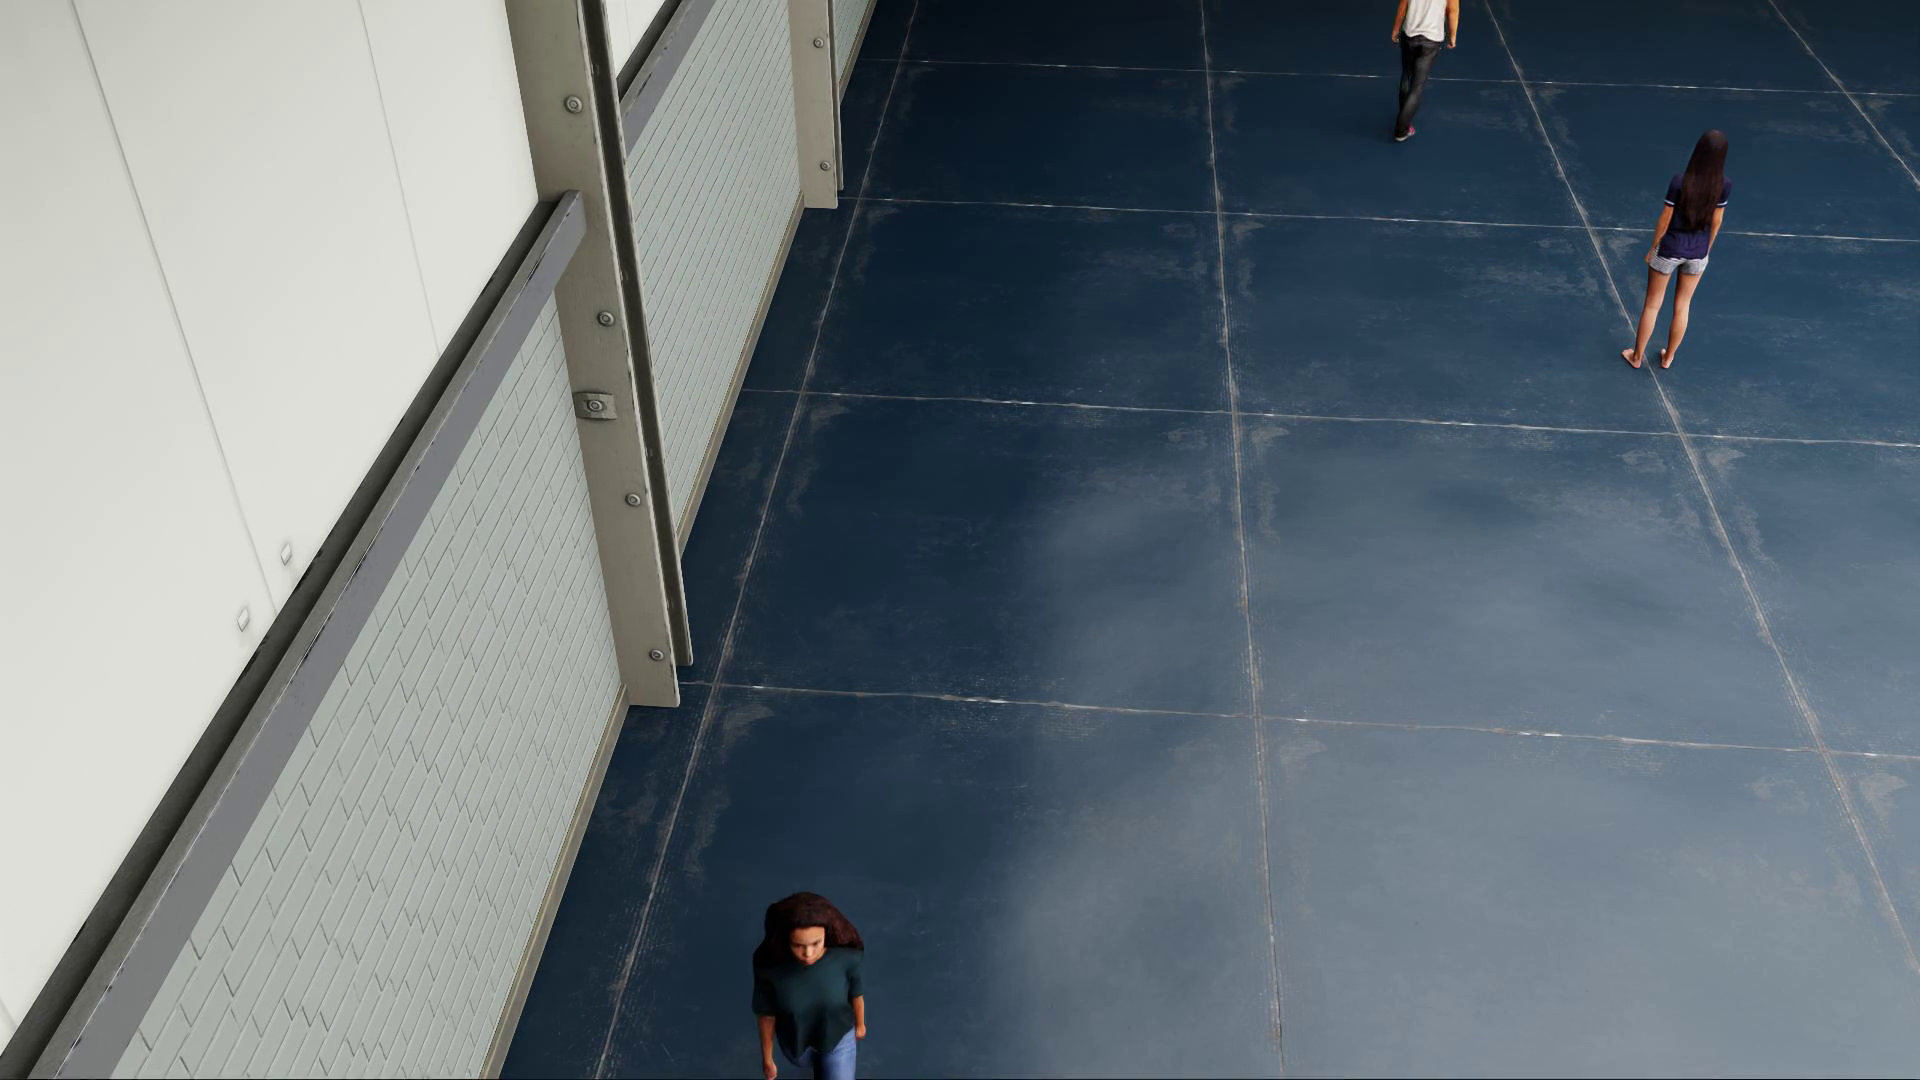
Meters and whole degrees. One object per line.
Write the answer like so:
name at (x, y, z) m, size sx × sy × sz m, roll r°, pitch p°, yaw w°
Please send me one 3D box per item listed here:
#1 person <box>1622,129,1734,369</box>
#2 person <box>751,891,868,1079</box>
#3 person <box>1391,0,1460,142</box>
person at (4.936, -1.966, 11.393) m, size 0.566 × 1.767 × 0.511 m, roll 4°, pitch 38°, yaw 5°
person at (-0.582, 1.907, 6.602) m, size 0.715 × 1.571 × 1.142 m, roll -2°, pitch 38°, yaw -3°
person at (3.962, -4.329, 14.402) m, size 0.914 × 1.782 × 1.023 m, roll 22°, pitch 43°, yaw 26°
